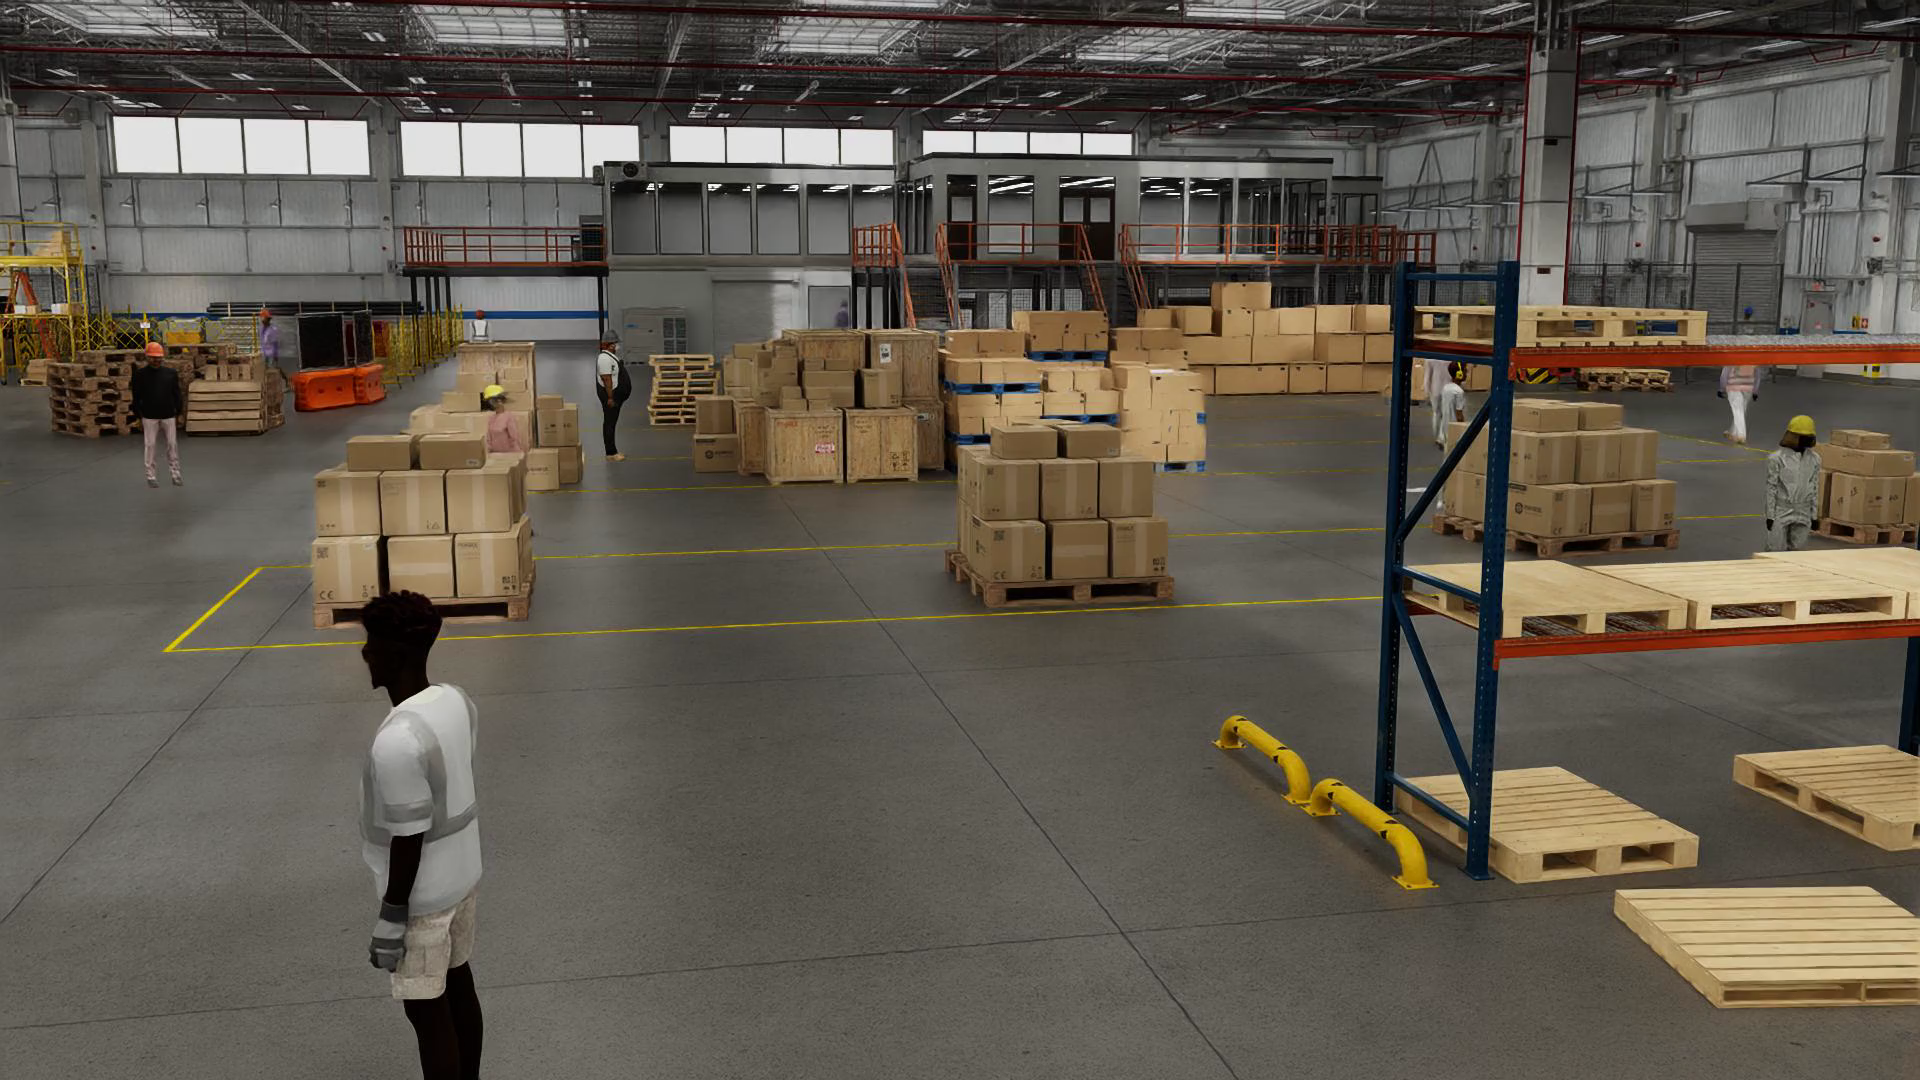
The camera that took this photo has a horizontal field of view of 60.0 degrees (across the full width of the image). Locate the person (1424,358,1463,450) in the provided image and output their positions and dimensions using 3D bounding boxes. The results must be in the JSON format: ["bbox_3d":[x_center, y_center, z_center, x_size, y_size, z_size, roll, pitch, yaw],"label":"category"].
[{"bbox_3d":[8.003,-2.449,27.593,0.629,1.898,1.053,4,10,21],"label":"person"}]

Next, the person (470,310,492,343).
[{"bbox_3d":[-12.882,-5.254,44.732,0.590,1.867,0.624,-2,10,-12],"label":"person"}]

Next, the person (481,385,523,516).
[{"bbox_3d":[-4.976,-0.829,18.220,0.379,1.721,0.600,-8,12,-39],"label":"person"}]

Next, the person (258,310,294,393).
[{"bbox_3d":[-16.309,-4.454,39.446,0.614,2.017,0.921,5,11,29],"label":"person"}]

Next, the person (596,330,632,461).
[{"bbox_3d":[-5.395,-2.261,25.955,0.537,2.000,0.683,-2,9,-10],"label":"person"}]

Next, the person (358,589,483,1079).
[{"bbox_3d":[-1.783,1.131,5.506,0.367,1.967,0.601,0,9,2],"label":"person"}]

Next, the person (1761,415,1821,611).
[{"bbox_3d":[7.201,-0.215,14.392,0.484,1.744,0.297,-1,9,-7],"label":"person"}]

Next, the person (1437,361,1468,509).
[{"bbox_3d":[6.116,-1.289,20.541,0.328,1.876,0.514,-2,9,-9],"label":"person"}]

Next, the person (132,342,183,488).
[{"bbox_3d":[-10.969,-1.712,22.766,0.619,1.989,0.395,-7,12,-37],"label":"person"}]

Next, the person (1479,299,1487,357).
[{"bbox_3d":[17.517,-7.120,55.921,0.594,1.924,0.382,3,10,20],"label":"person"}]

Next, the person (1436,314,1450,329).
[{"bbox_3d":[14.328,-5.929,48.993,0.632,1.822,0.733,6,11,33],"label":"person"}]

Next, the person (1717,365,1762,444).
[{"bbox_3d":[13.346,-2.556,28.523,0.616,1.799,0.977,-1,9,-6],"label":"person"}]

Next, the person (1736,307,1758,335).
[{"bbox_3d":[21.803,-5.526,46.220,0.642,1.921,0.631,-1,9,-6],"label":"person"}]
